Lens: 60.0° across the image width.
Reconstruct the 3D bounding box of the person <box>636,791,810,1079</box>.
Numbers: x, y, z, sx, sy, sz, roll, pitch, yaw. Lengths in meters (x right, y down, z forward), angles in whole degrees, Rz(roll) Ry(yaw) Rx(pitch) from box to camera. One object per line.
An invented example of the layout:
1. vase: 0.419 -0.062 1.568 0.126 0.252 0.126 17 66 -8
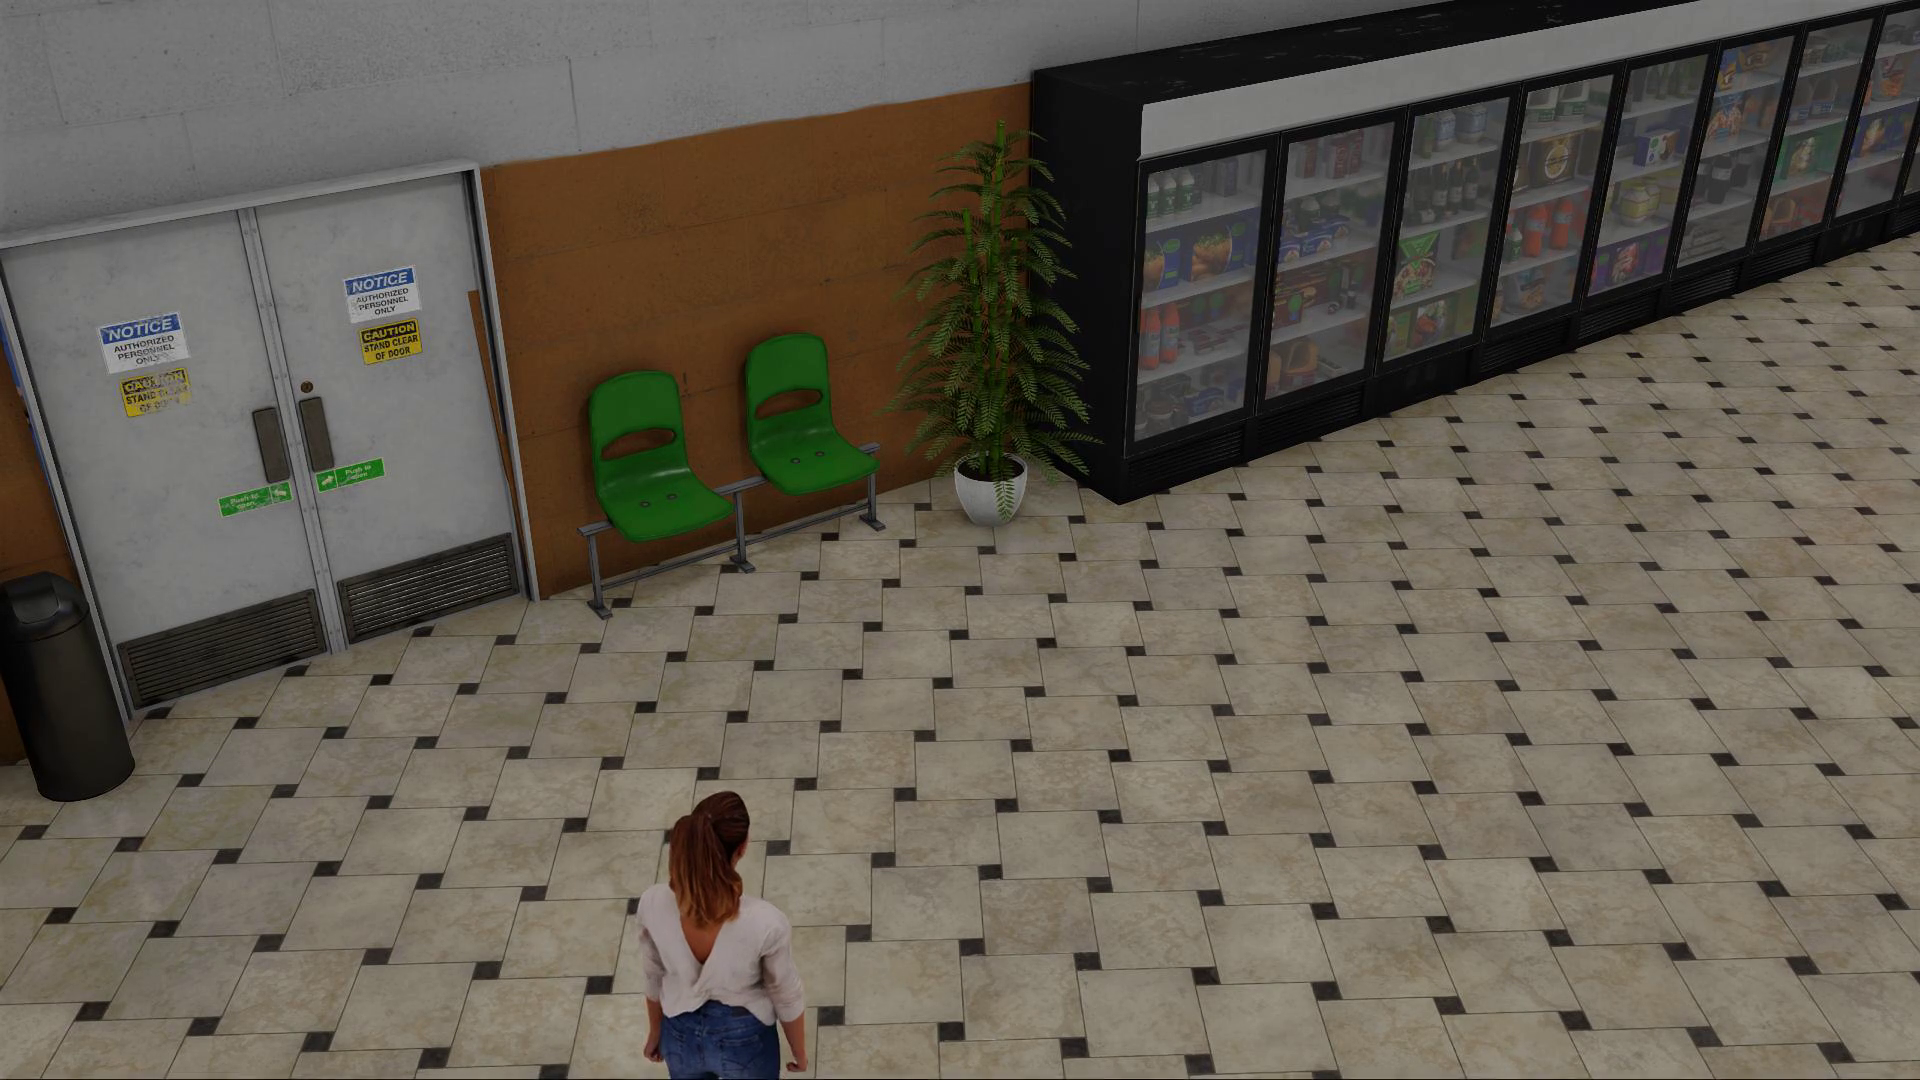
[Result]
1. person: -0.690 1.448 4.734 0.677 1.721 0.754 7 29 12
